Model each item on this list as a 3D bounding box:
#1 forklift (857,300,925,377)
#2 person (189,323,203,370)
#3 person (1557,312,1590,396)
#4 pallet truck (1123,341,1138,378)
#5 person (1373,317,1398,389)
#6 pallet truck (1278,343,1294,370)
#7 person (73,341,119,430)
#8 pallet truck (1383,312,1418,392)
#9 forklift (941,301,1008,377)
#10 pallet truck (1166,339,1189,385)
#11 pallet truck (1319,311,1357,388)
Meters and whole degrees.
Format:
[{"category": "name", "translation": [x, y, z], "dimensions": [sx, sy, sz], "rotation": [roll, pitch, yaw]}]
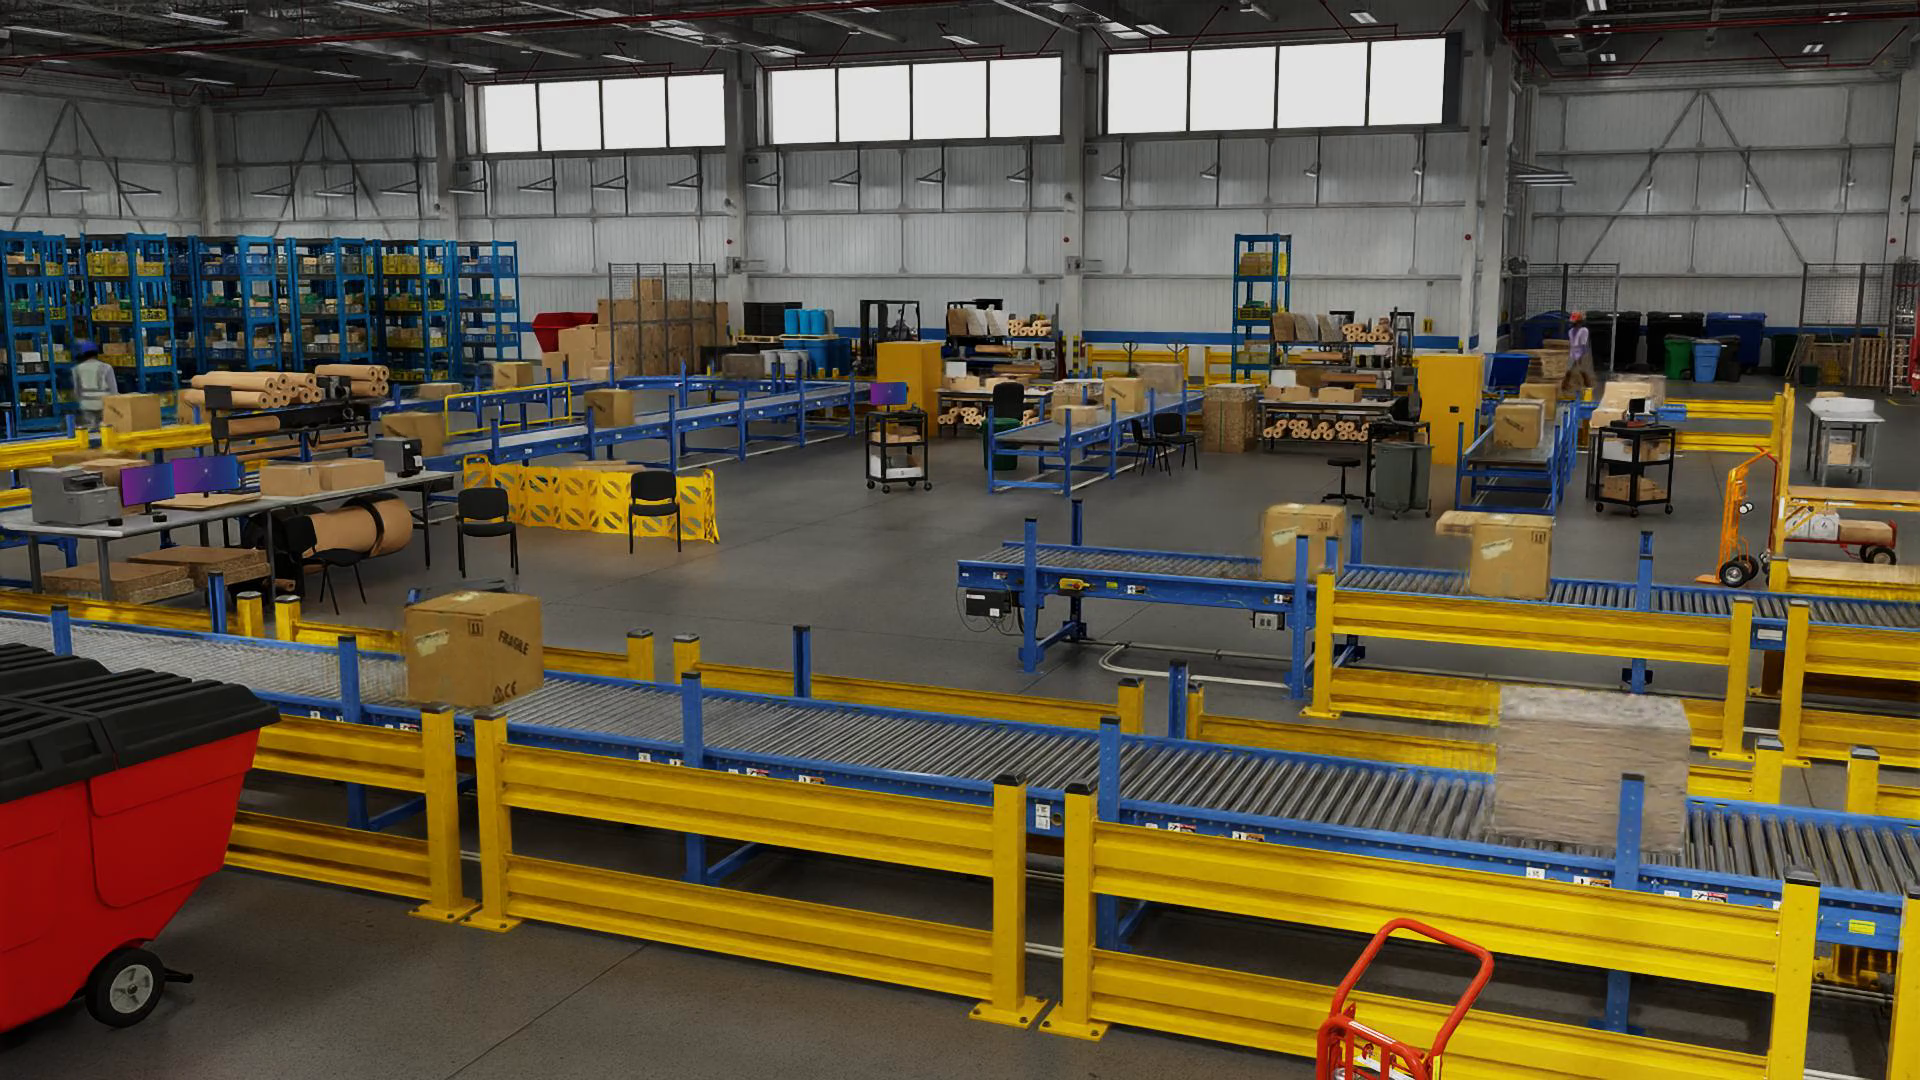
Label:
[{"category": "forklift", "translation": [-1.732, -5.109, 42.468], "dimensions": [1.157, 1.987, 2.680], "rotation": [4, 10, 22]}, {"category": "person", "translation": [-17.938, -4.304, 38.994], "dimensions": [0.567, 1.837, 0.381], "rotation": [-7, 12, -36]}, {"category": "person", "translation": [13.857, -4.120, 37.443], "dimensions": [1.031, 1.983, 0.619], "rotation": [-5, 10, -26]}, {"category": "pallet truck", "translation": [4.445, -4.380, 41.279], "dimensions": [0.680, 1.201, 1.601], "rotation": [4, 10, 22]}, {"category": "person", "translation": [9.311, -3.936, 36.562], "dimensions": [0.400, 1.902, 0.643], "rotation": [-5, 11, -27]}, {"category": "pallet truck", "translation": [7.886, -4.163, 39.743], "dimensions": [0.653, 1.274, 1.630], "rotation": [4, 10, 22]}, {"category": "person", "translation": [-12.889, -2.012, 24.880], "dimensions": [0.664, 1.918, 0.453], "rotation": [0, 9, 0]}, {"category": "pallet truck", "translation": [10.207, -4.283, 38.369], "dimensions": [0.823, 1.965, 1.885], "rotation": [3, 10, 20]}, {"category": "forklift", "translation": [0.365, -4.966, 41.571], "dimensions": [1.157, 1.987, 2.680], "rotation": [3, 10, 20]}, {"category": "pallet truck", "translation": [5.418, -4.269, 40.420], "dimensions": [0.704, 1.261, 1.522], "rotation": [3, 10, 20]}, {"category": "pallet truck", "translation": [9.071, -4.419, 39.190], "dimensions": [0.823, 1.965, 1.885], "rotation": [5, 10, 26]}]
